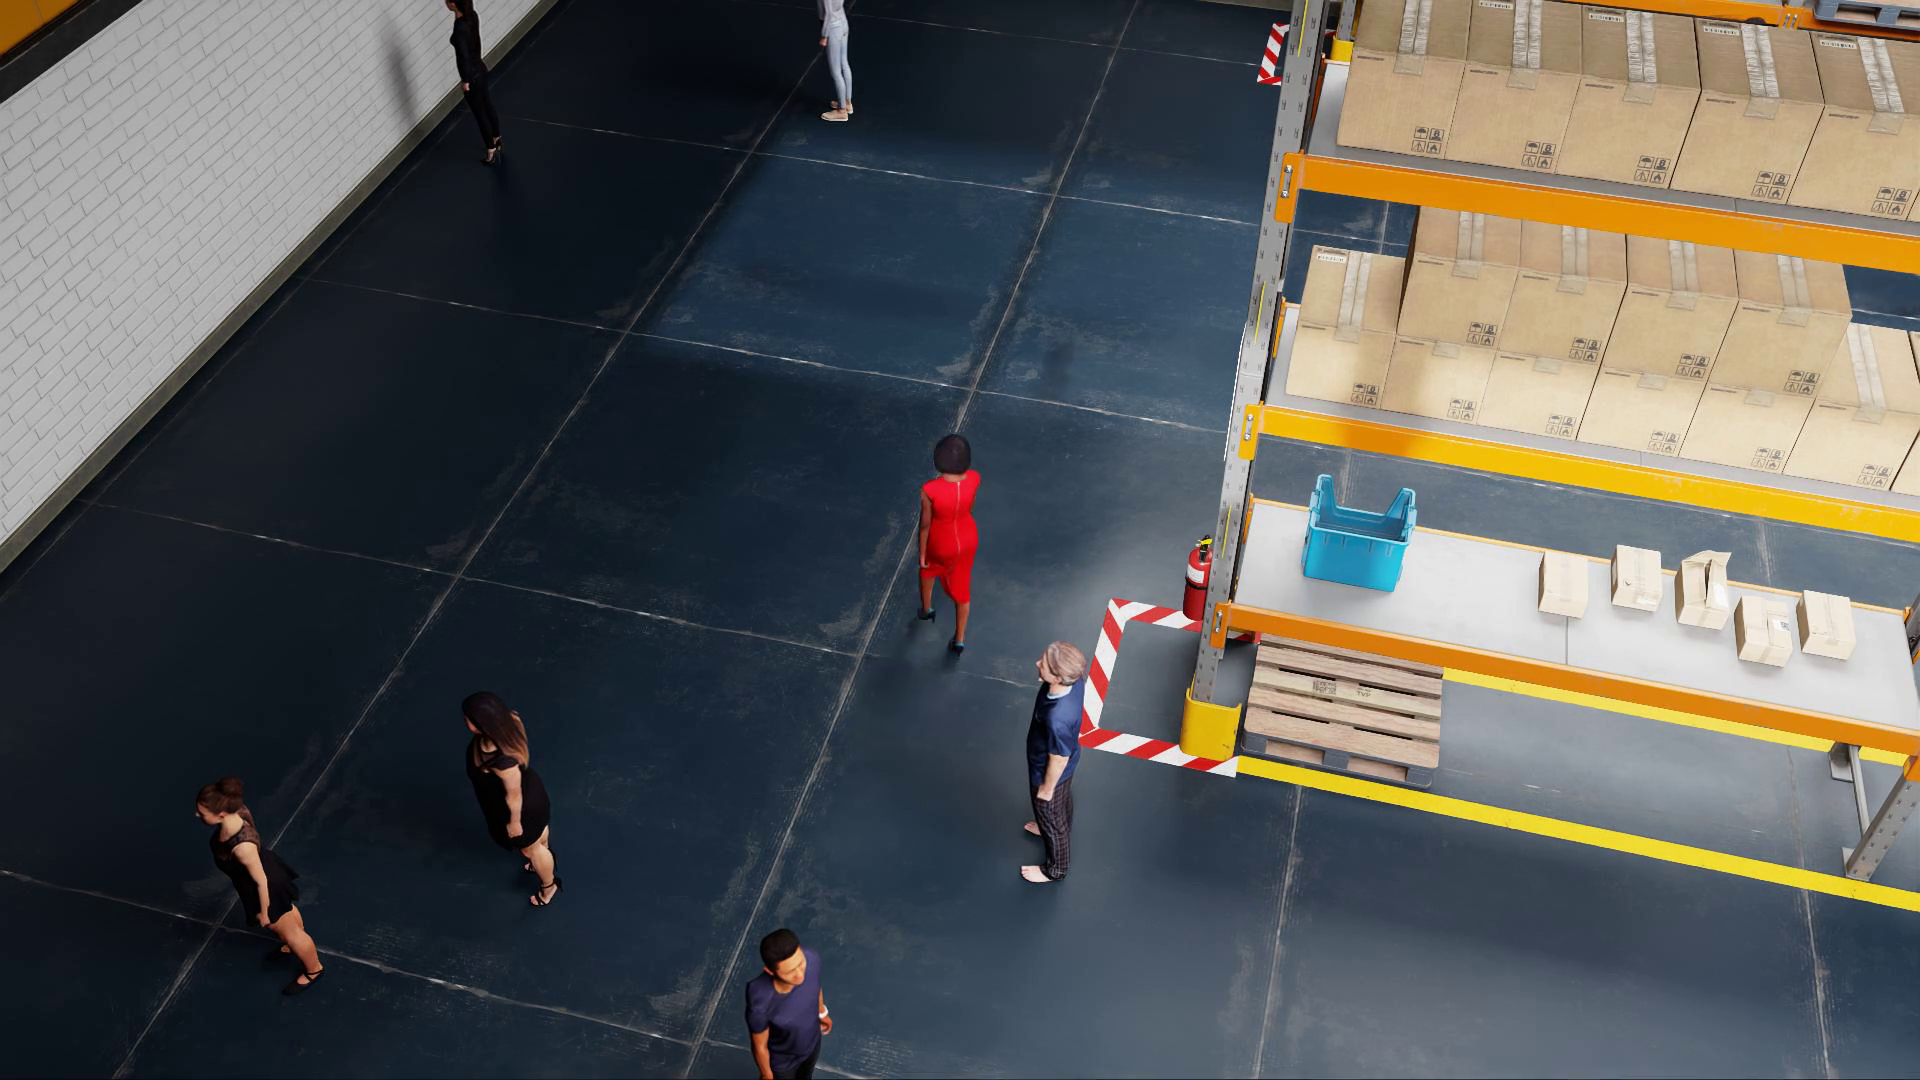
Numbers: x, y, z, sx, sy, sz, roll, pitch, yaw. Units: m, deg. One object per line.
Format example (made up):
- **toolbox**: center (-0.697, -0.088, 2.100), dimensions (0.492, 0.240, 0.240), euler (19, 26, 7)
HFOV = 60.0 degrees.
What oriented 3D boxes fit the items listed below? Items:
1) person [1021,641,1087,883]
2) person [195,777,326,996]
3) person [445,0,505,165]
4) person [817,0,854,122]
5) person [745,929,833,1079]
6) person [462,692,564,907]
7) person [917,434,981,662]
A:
- **person**: center (0.531, 1.245, 9.429), dimensions (0.568, 1.871, 0.685), euler (6, 44, 6)
- **person**: center (-3.764, 1.842, 8.944), dimensions (0.739, 1.675, 0.673), euler (-24, 49, -23)
- **person**: center (-4.492, -4.289, 15.353), dimensions (0.532, 1.711, 0.616), euler (4, 44, 4)
- **person**: center (-1.204, -4.871, 15.903), dimensions (0.501, 1.796, 0.596), euler (13, 45, 13)
- **person**: center (-0.843, 2.460, 8.209), dimensions (0.666, 1.793, 0.712), euler (27, 50, 26)
- **person**: center (-2.489, 1.447, 9.329), dimensions (0.772, 1.717, 0.764), euler (-10, 45, -11)
- **person**: center (-0.016, 0.099, 10.740), dimensions (0.849, 1.722, 0.878), euler (-14, 45, -14)
